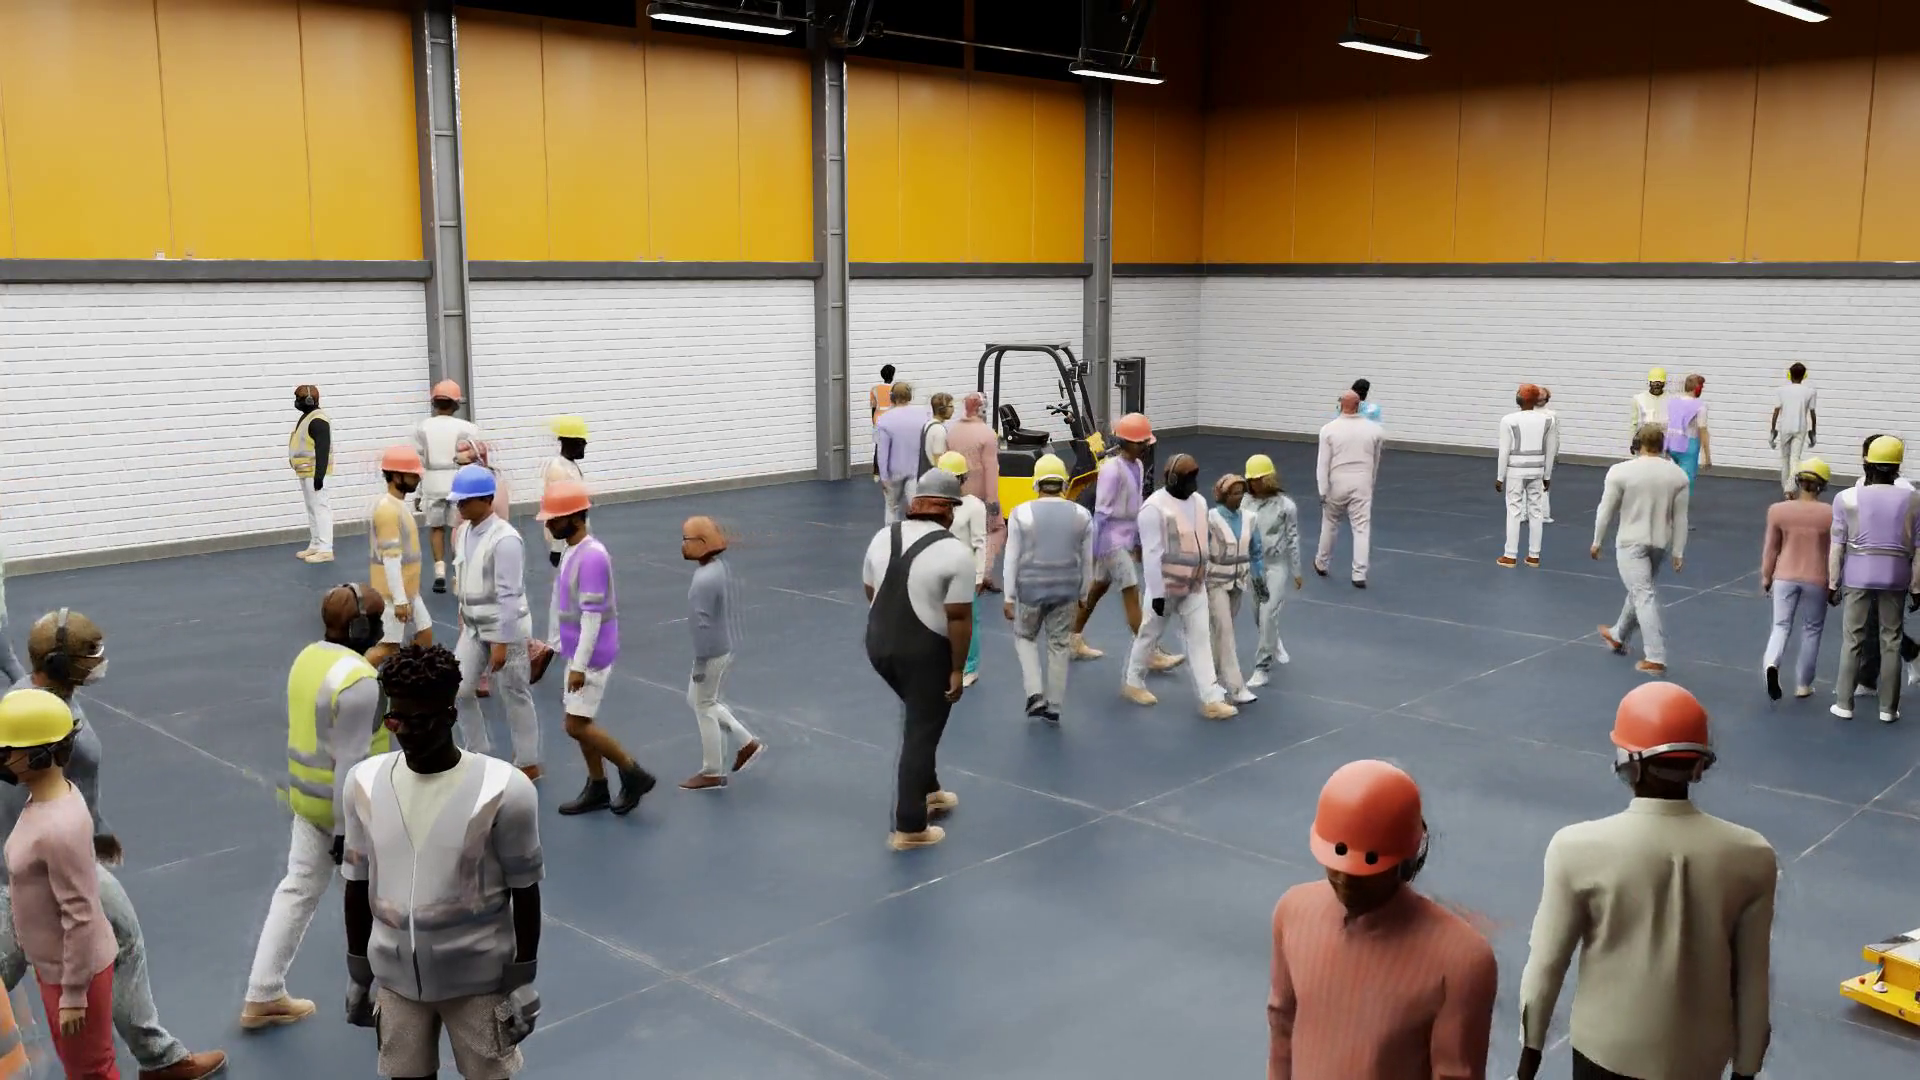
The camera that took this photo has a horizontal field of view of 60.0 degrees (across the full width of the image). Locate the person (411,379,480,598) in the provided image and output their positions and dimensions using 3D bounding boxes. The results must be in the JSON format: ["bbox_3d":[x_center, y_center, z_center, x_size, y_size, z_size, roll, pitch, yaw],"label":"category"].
[{"bbox_3d":[-4.709,-0.465,15.320,0.629,2.023,0.452,-1,9,-6],"label":"person"}]

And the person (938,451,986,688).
[{"bbox_3d":[-0.072,0.238,11.848,0.544,1.736,0.741,5,10,28],"label":"person"}]

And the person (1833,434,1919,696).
[{"bbox_3d":[6.607,0.184,11.788,0.671,1.888,0.648,0,9,-3],"label":"person"}]

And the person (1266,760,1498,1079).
[{"bbox_3d":[0.994,1.429,3.912,0.752,1.964,0.621,-9,13,-42],"label":"person"}]

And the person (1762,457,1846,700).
[{"bbox_3d":[5.868,0.289,11.619,0.528,1.734,0.678,7,12,36],"label":"person"}]

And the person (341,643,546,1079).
[{"bbox_3d":[-1.533,1.262,4.913,0.613,1.965,0.361,1,9,7],"label":"person"}]

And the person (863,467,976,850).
[{"bbox_3d":[-0.191,0.571,8.926,0.701,2.000,0.830,8,12,40],"label":"person"}]

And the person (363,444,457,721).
[{"bbox_3d":[-3.797,0.316,10.959,0.854,1.904,0.553,-1,9,-9],"label":"person"}]

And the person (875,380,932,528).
[{"bbox_3d":[-0.561,-0.702,17.200,0.634,1.899,1.006,-3,10,-16],"label":"person"}]

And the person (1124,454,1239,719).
[{"bbox_3d":[1.472,0.304,11.334,0.647,1.791,0.980,-7,12,-37],"label":"person"}]

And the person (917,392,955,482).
[{"bbox_3d":[-0.158,-0.548,16.449,0.643,1.821,0.504,-4,10,-22],"label":"person"}]

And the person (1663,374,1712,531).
[{"bbox_3d":[8.387,-1.000,19.217,0.448,1.823,0.559,-2,10,-14],"label":"person"}]

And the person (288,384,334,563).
[{"bbox_3d":[-6.736,-0.693,17.284,0.429,1.843,0.633,-6,11,-34],"label":"person"}]

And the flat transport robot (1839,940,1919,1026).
[{"bbox_3d":[4.405,1.781,6.917,1.431,0.197,0.652,-5,11,-29],"label":"flat transport robot"}]

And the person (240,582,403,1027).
[{"bbox_3d":[-2.486,1.058,6.748,0.998,1.787,0.631,-9,13,-44],"label":"person"}]

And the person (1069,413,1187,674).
[{"bbox_3d":[1.238,0.016,12.589,1.076,1.968,0.698,4,10,24],"label":"person"}]

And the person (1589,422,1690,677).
[{"bbox_3d":[5.178,0.041,12.707,0.631,1.873,1.065,-2,9,-10],"label":"person"}]

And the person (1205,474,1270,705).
[{"bbox_3d":[1.922,0.348,11.611,0.522,1.603,0.798,-6,11,-31],"label":"person"}]

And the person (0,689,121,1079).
[{"bbox_3d":[-2.792,1.323,5.153,0.326,1.769,0.524,-6,11,-34],"label":"person"}]

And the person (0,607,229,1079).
[{"bbox_3d":[-3.236,1.159,5.840,1.053,1.883,0.640,-8,12,-40],"label":"person"}]

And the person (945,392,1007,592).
[{"bbox_3d":[0.182,-0.429,15.494,0.497,1.892,0.672,-9,13,-44],"label":"person"}]

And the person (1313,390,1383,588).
[{"bbox_3d":[3.735,-0.511,16.099,0.651,1.865,1.007,0,9,-2],"label":"person"}]

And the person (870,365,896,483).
[{"bbox_3d":[-1.021,-1.633,23.522,0.529,1.690,0.321,3,10,16],"label":"person"}]

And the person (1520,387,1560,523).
[{"bbox_3d":[6.900,-1.003,19.865,0.532,1.635,0.473,8,12,39],"label":"person"}]

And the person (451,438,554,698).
[{"bbox_3d":[-3.289,0.203,11.690,0.664,1.870,0.653,-1,9,-5],"label":"person"}]

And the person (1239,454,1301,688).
[{"bbox_3d":[2.281,0.188,12.316,0.526,1.701,0.803,6,11,31],"label":"person"}]

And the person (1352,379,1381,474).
[{"bbox_3d":[4.932,-1.148,20.522,0.558,1.681,0.379,6,11,31],"label":"person"}]

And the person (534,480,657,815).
[{"bbox_3d":[-2.010,0.609,9.119,0.595,1.907,0.555,-5,10,-26],"label":"person"}]

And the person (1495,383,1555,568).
[{"bbox_3d":[5.738,-0.654,16.917,0.580,1.883,0.352,-1,9,-6],"label":"person"}]

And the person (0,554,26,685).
[{"bbox_3d":[-6.379,0.495,10.754,0.529,1.587,0.872,2,9,10],"label":"person"}]

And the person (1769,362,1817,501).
[{"bbox_3d":[10.857,-1.401,21.669,0.545,1.832,0.967,5,11,30],"label":"person"}]

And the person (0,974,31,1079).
[{"bbox_3d":[-2.536,1.534,4.394,0.835,1.598,0.571,-7,11,-35],"label":"person"}]

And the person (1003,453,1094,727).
[{"bbox_3d":[0.580,0.337,11.037,0.622,1.816,0.429,-1,9,-9],"label":"person"}]

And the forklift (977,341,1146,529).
[{"bbox_3d":[0.977,-1.223,19.452,2.313,2.155,1.214,2,9,11],"label":"forklift"}]

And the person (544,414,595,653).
[{"bbox_3d":[-2.982,-0.031,13.047,0.653,1.906,0.588,-1,9,-7],"label":"person"}]

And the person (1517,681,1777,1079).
[{"bbox_3d":[1.832,1.355,4.414,0.622,1.954,1.001,0,9,1],"label":"person"}]

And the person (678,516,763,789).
[{"bbox_3d":[-1.429,0.659,9.671,0.406,1.620,0.504,-1,9,-3],"label":"person"}]

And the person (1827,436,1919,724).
[{"bbox_3d":[6.125,0.267,11.129,0.588,1.930,0.364,4,10,23],"label":"person"}]

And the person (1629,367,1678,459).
[{"bbox_3d":[8.645,-1.243,20.722,0.592,1.825,0.403,2,9,11],"label":"person"}]

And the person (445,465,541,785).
[{"bbox_3d":[-2.721,0.525,9.548,0.625,1.921,0.634,7,12,39],"label":"person"}]
